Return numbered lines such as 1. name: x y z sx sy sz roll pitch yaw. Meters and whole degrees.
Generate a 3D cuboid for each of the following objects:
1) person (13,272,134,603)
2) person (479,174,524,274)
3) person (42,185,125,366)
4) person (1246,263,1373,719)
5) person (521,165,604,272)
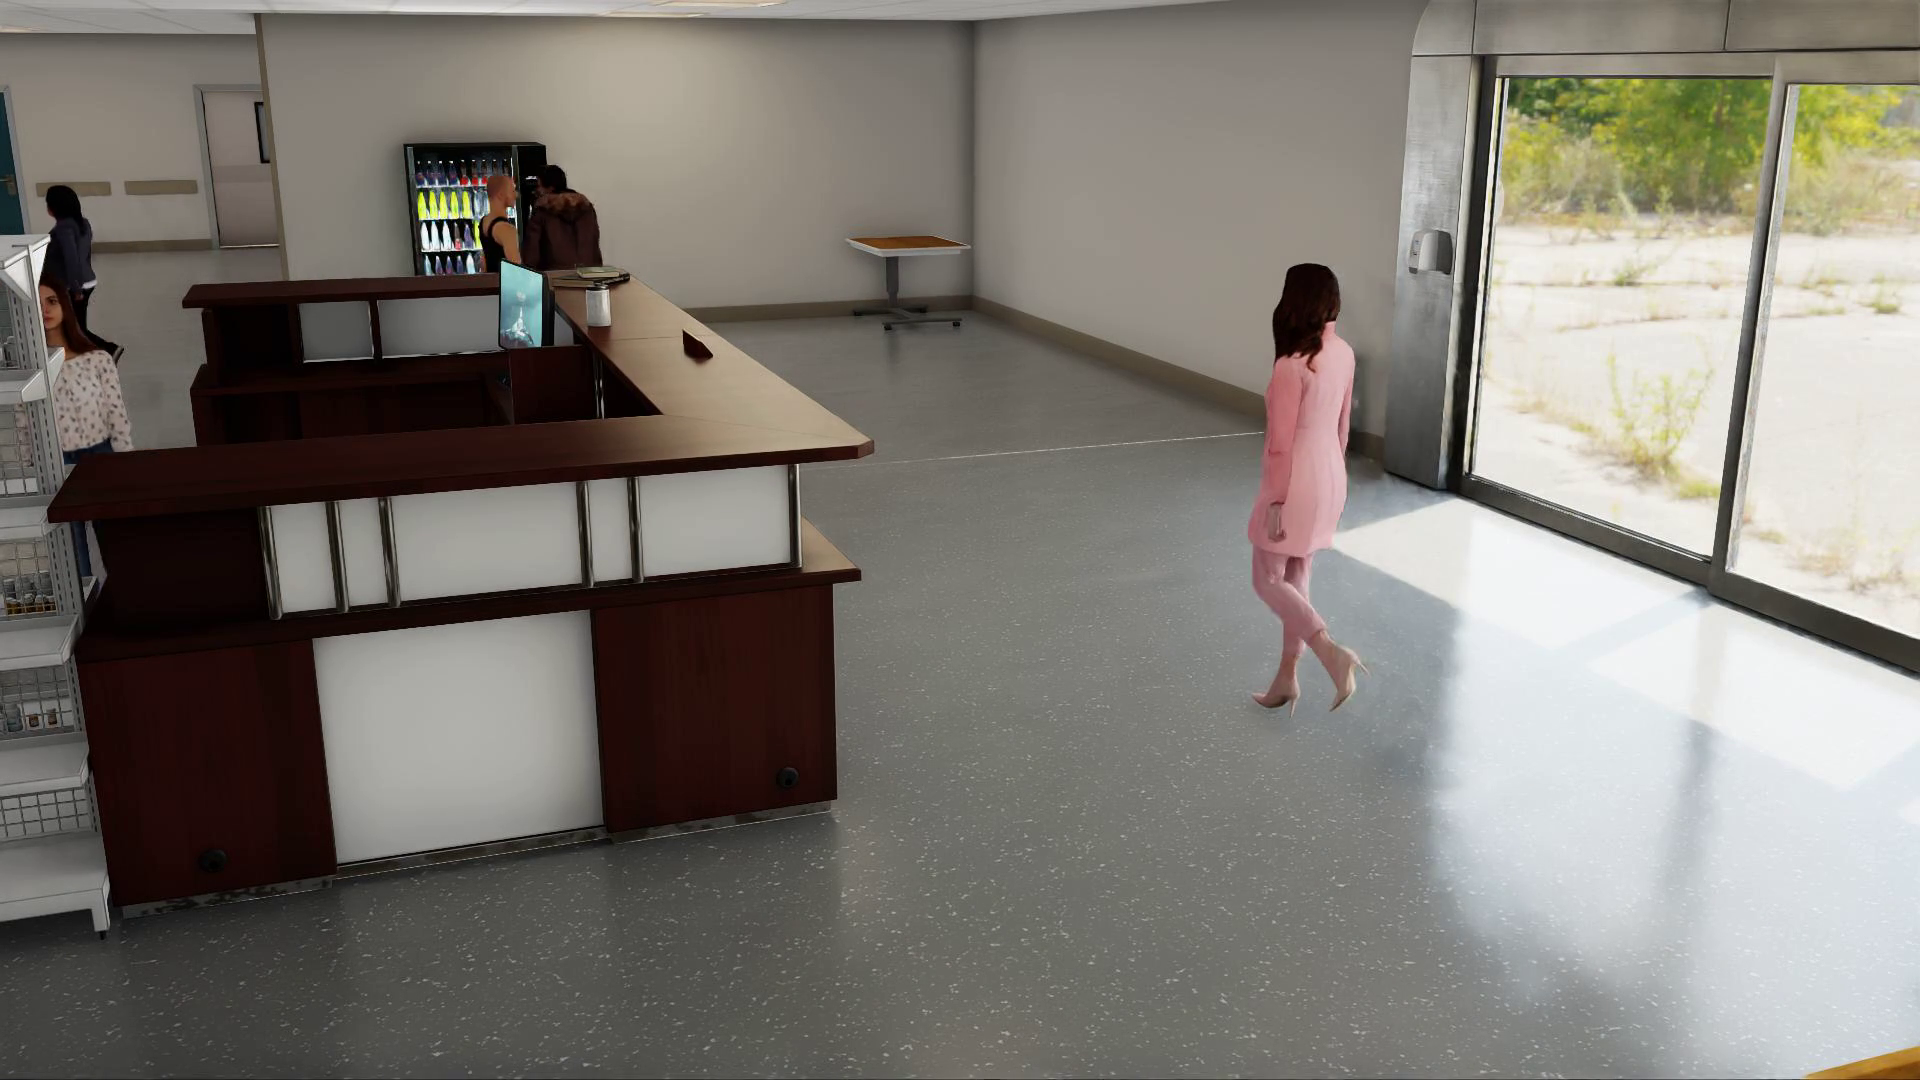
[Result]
1. person: -3.590 -0.234 6.812 0.827 1.720 0.659 -6 17 -21
2. person: -3.263 -1.588 11.520 1.161 1.772 0.839 -10 19 -32
3. person: -7.217 -2.099 13.680 0.867 1.582 0.744 -3 16 -10
4. person: 1.361 -0.136 6.340 0.860 1.788 0.817 -11 19 -35
5. person: -2.881 -1.809 12.257 1.026 1.796 1.060 -13 21 -39
